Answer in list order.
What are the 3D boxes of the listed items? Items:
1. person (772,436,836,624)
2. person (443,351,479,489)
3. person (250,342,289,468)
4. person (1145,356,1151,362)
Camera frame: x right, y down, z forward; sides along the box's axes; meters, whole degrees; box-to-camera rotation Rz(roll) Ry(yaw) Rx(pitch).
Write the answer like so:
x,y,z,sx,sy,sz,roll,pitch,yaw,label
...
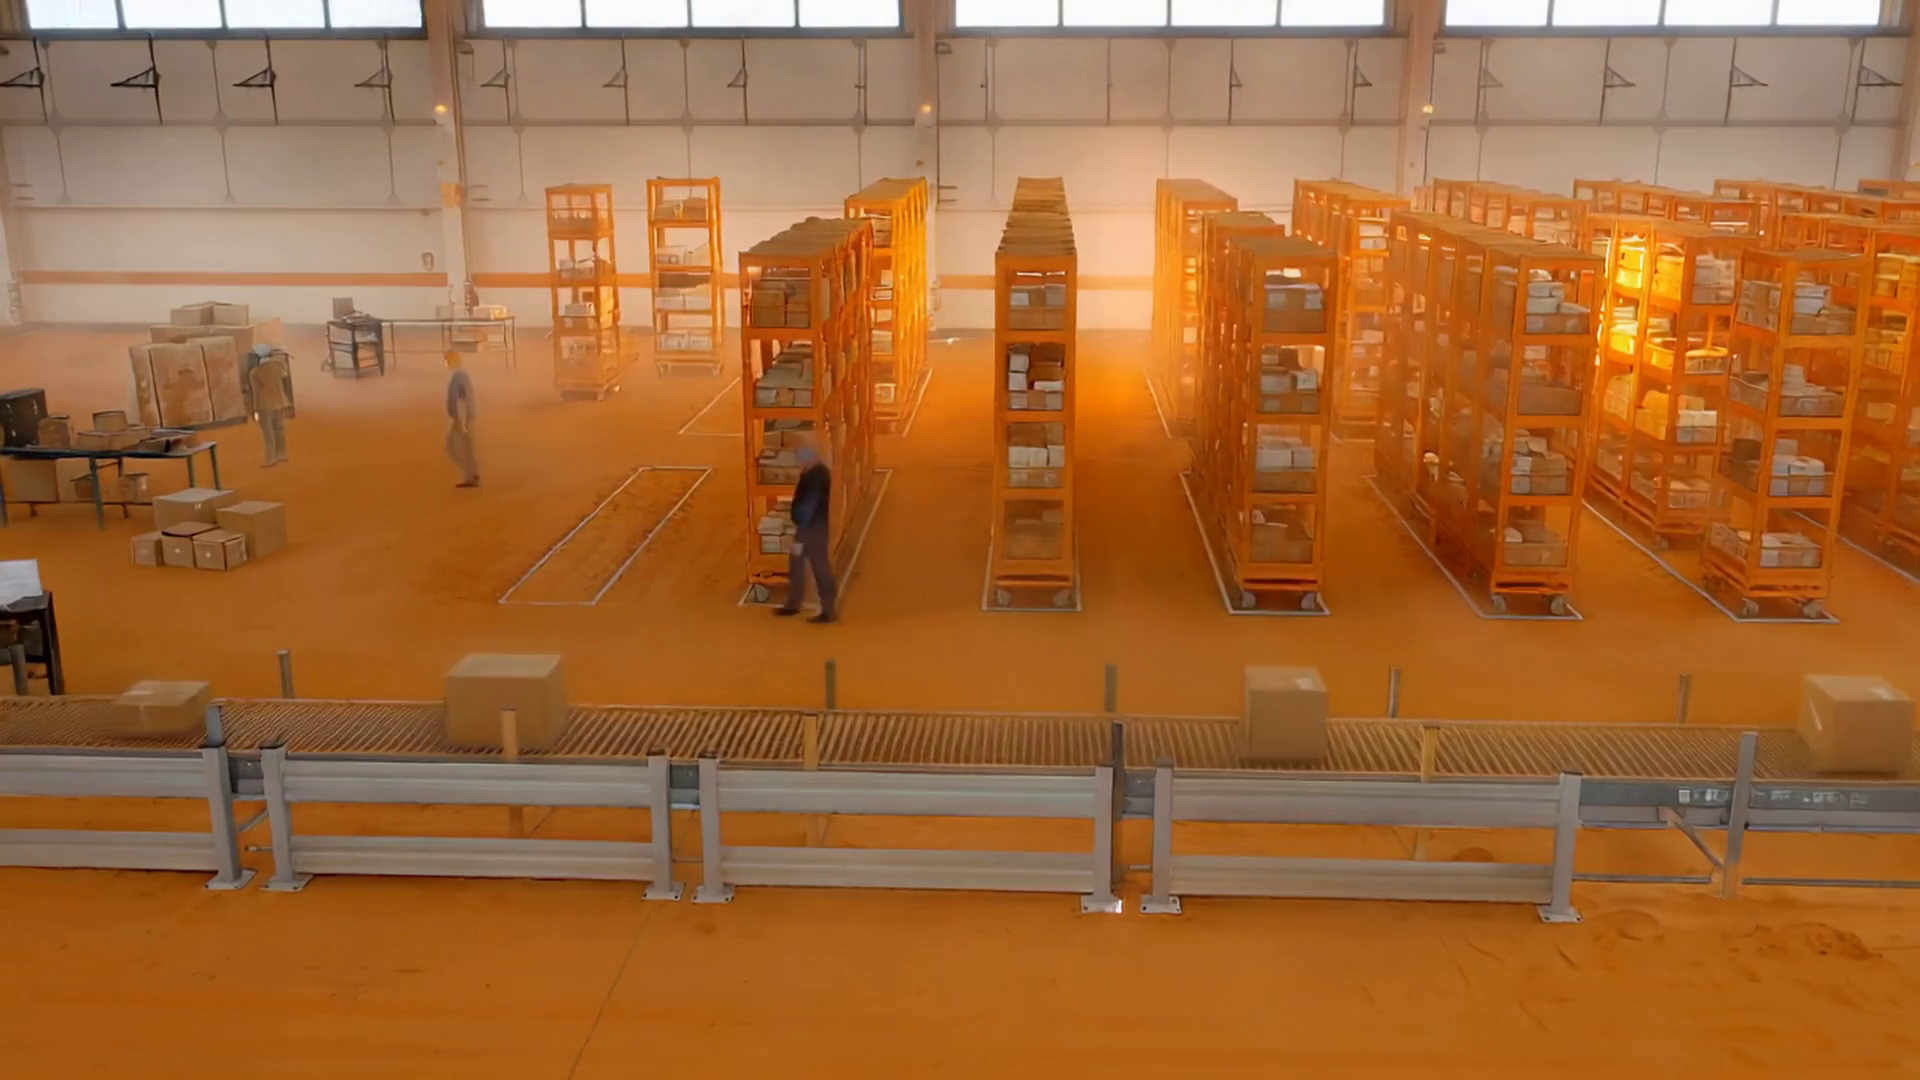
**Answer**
x,y,z,sx,sy,sz,roll,pitch,yaw,label
-1.577,-0.084,16.274,0.792,1.880,0.671,0,15,1,person
-6.583,-1.575,21.916,0.453,1.830,0.559,-3,15,-12,person
-9.674,-1.885,23.213,0.340,1.749,0.572,5,16,19,person
4.033,-4.181,31.654,0.928,1.781,0.608,-2,15,-6,person
